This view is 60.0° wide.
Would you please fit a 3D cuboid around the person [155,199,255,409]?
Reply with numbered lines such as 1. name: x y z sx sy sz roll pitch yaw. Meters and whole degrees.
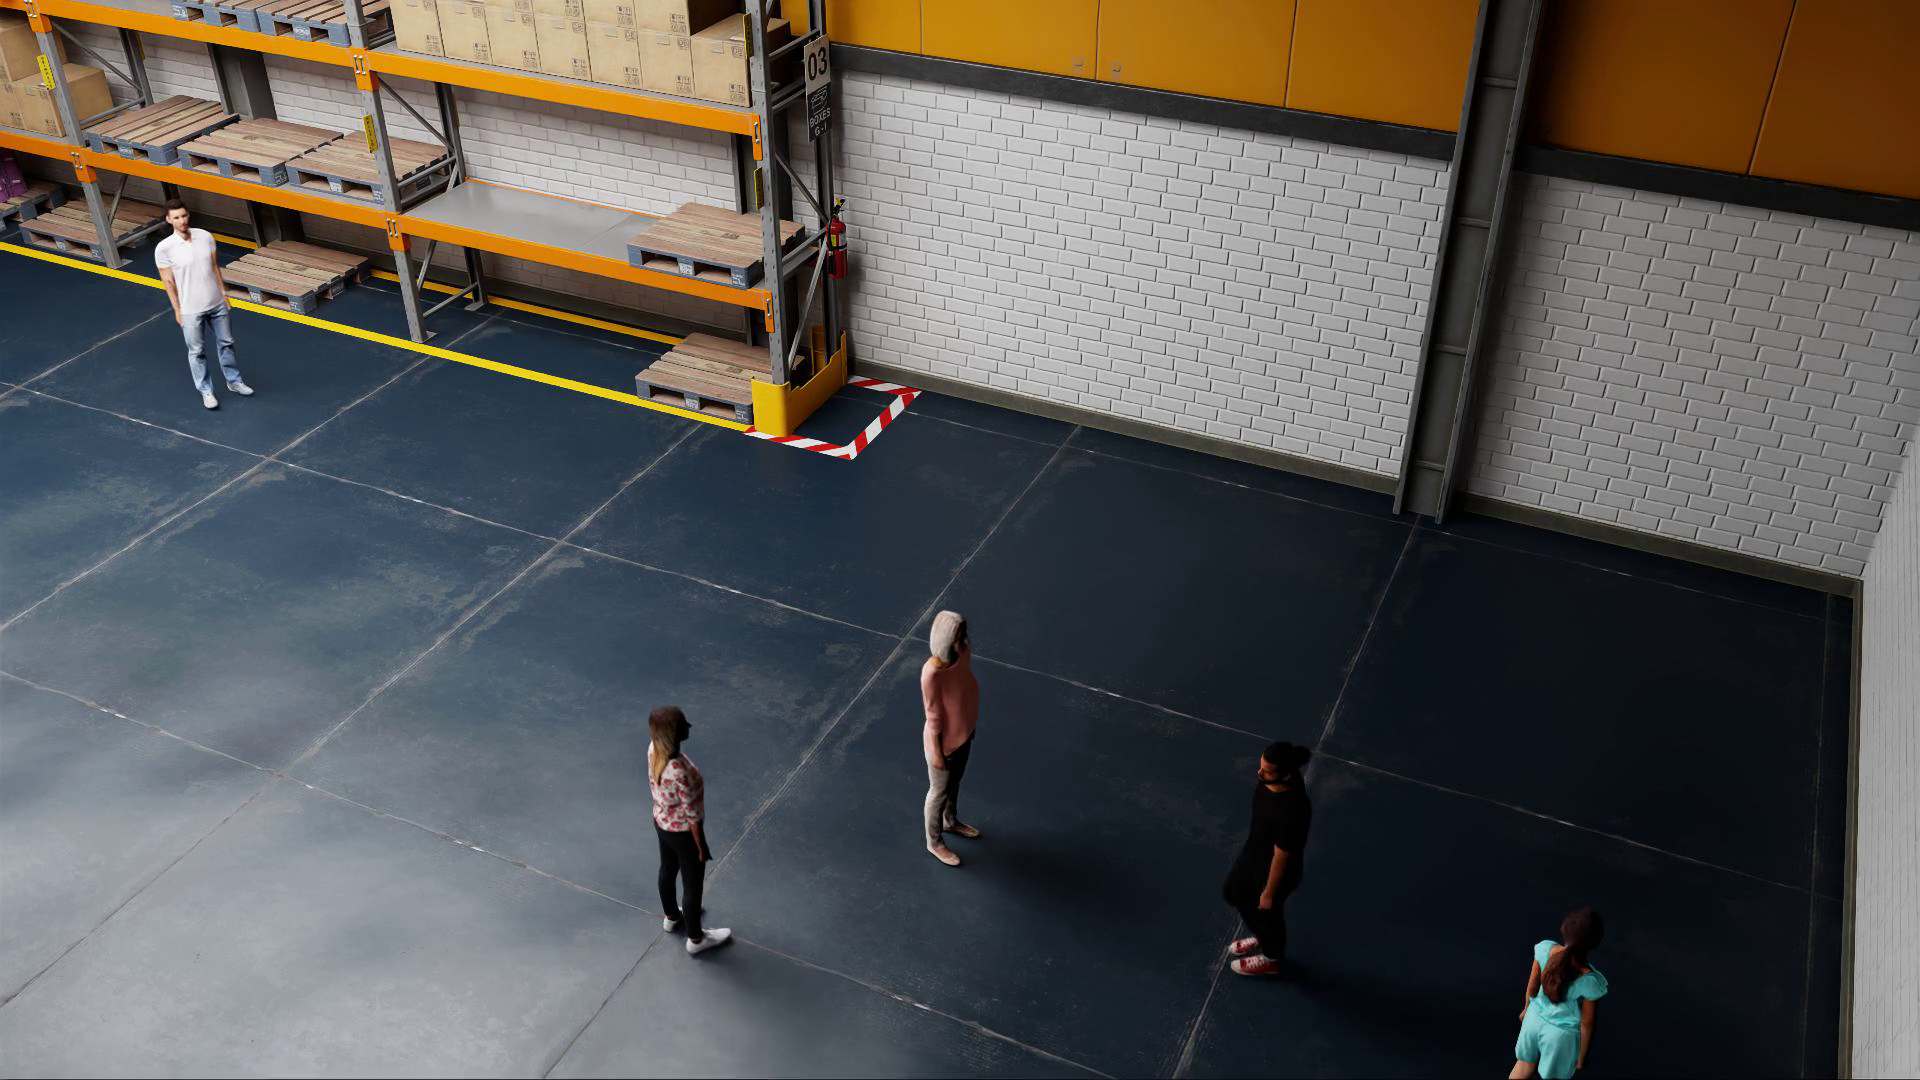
1. person: -6.595 -2.073 14.436 0.692 1.866 0.743 29 43 36

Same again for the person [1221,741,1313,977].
1. person: 1.746 1.718 8.849 0.782 1.739 0.769 -2 34 -2

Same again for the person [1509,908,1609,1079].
1. person: 2.879 2.358 8.049 0.701 1.558 0.614 -21 39 -28

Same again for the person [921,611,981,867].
1. person: -0.069 1.130 9.745 0.519 1.725 0.600 16 37 22

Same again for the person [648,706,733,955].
1. person: -1.551 1.579 9.155 0.706 1.632 0.584 -24 41 -32
